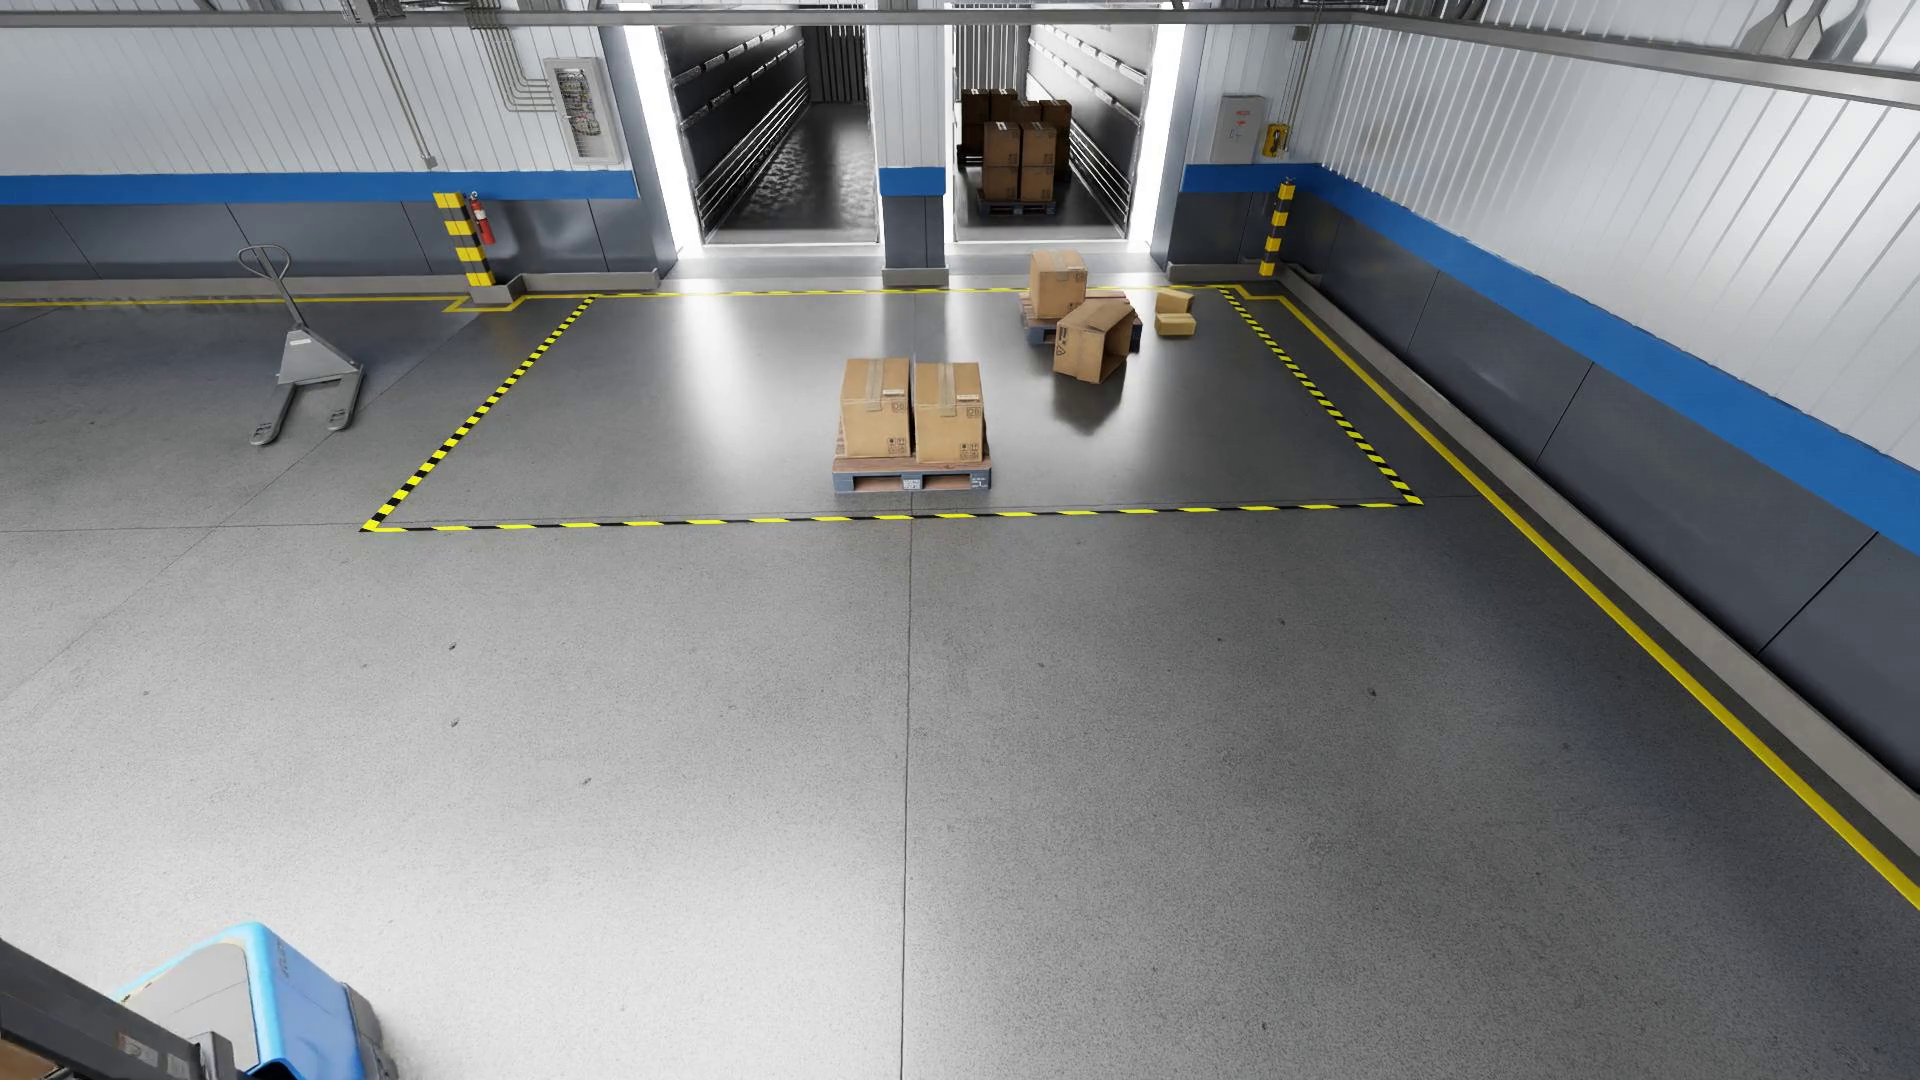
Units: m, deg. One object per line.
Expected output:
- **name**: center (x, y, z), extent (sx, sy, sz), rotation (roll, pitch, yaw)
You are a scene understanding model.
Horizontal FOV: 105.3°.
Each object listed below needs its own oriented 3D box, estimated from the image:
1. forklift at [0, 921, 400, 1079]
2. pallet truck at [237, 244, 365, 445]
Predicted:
- **forklift**: center (-2.279, 1.369, 1.811), extent (0.716, 2.013, 0.776), rotation (-29, 47, -32)
- **pallet truck**: center (-5.915, -1.733, 6.366), extent (0.680, 1.201, 1.601), rotation (-18, 42, -21)
